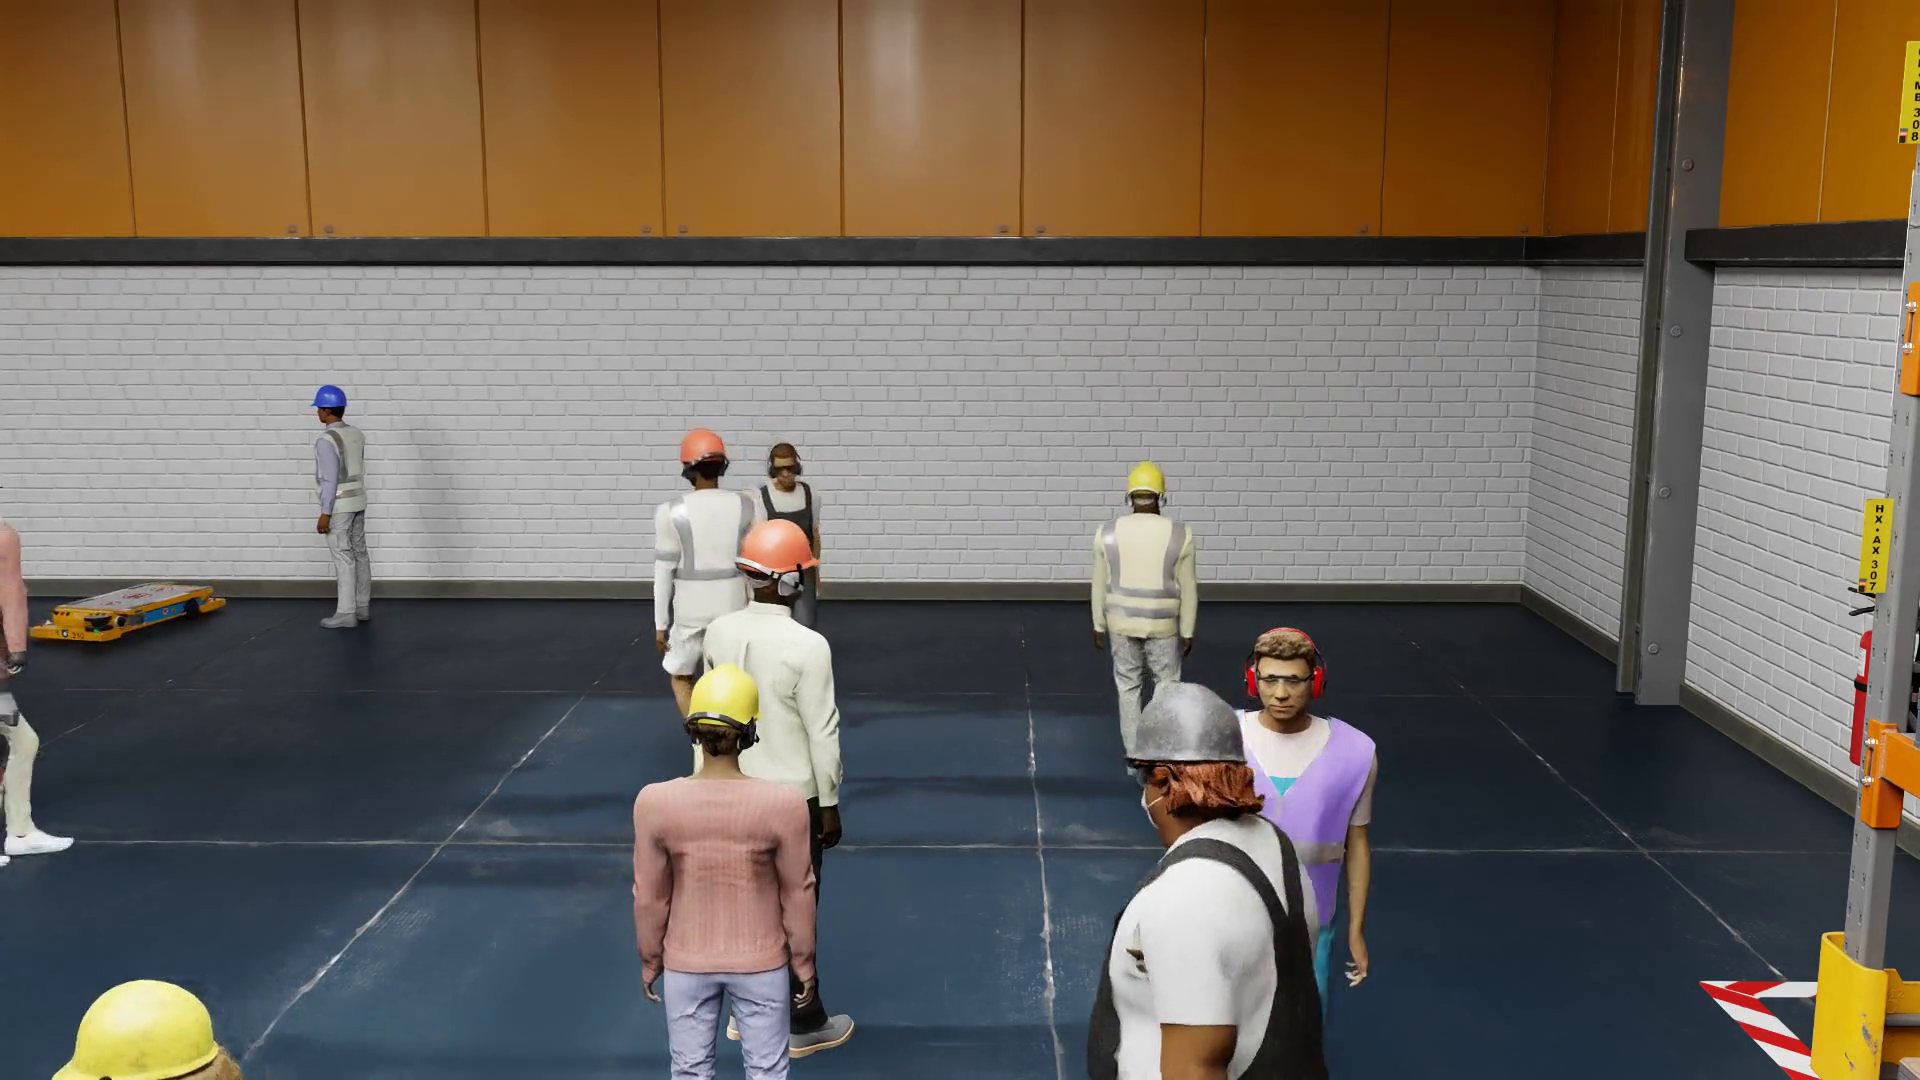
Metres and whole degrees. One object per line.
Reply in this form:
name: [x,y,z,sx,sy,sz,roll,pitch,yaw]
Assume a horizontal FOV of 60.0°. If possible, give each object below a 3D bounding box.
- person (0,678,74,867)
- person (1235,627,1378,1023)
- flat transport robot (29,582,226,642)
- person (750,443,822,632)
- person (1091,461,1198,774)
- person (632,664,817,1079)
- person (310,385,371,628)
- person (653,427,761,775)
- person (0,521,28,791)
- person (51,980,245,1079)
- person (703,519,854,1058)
person: [-4.609,0.681,7.966,0.724,1.842,0.537,-5,11,-28]
person: [0.970,1.160,5.101,0.564,1.847,0.395,2,10,10]
flat transport robot: [-6.677,0.561,13.401,0.652,0.197,1.431,2,10,14]
person: [-1.111,0.256,10.722,0.533,1.779,1.004,-4,10,-22]
person: [1.031,0.461,9.375,0.603,1.813,0.500,2,10,12]
person: [-0.683,1.235,4.897,0.533,1.767,0.327,0,9,1]
person: [-4.980,-0.271,13.370,0.392,1.949,0.602,1,10,6]
person: [-1.381,0.387,9.186,0.629,2.028,0.702,-4,10,-25]
person: [-5.313,0.536,8.823,0.661,1.866,0.791,3,10,18]
person: [-1.302,1.588,2.978,0.892,1.701,0.498,-5,11,-28]
person: [-0.676,0.911,6.152,0.612,1.995,0.382,6,11,34]
